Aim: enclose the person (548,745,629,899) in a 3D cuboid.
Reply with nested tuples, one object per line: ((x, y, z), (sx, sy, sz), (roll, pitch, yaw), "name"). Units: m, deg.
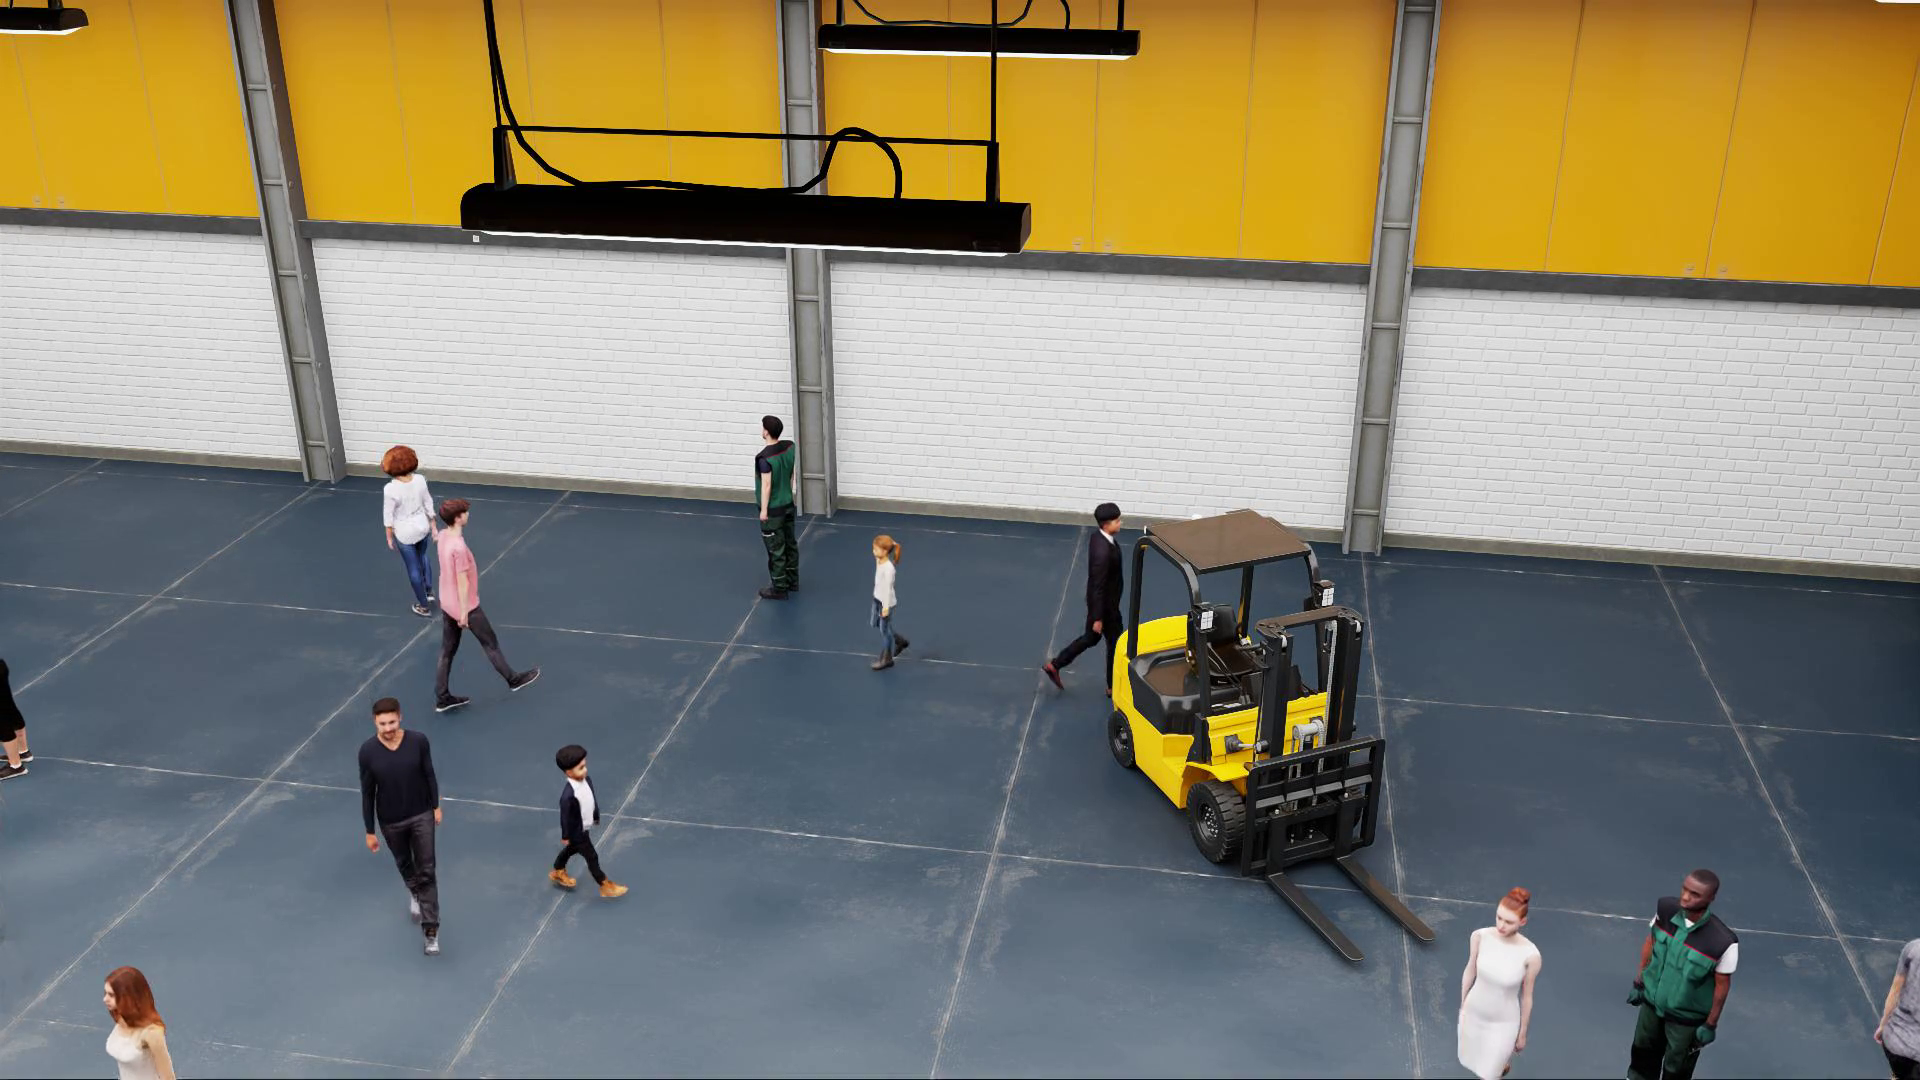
((-2.789, 2.016, 11.924), (0.878, 1.197, 0.557), (6, 24, 14), "person")

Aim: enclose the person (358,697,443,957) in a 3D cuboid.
((-3.832, 1.878, 11.460), (1.225, 1.821, 1.097), (-8, 25, -17), "person")

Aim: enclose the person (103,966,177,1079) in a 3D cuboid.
((-4.317, 2.999, 9.046), (0.795, 1.701, 0.820), (19, 30, 37), "person")

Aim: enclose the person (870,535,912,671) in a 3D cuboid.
((-0.621, 0.558, 15.119), (0.719, 1.308, 0.631), (-9, 25, -21), "person")

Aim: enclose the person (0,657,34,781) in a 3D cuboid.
((-7.789, 1.098, 13.366), (0.625, 1.723, 0.636), (-4, 24, -9), "person")

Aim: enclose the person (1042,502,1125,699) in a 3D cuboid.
((1.148, 0.532, 14.489), (1.160, 1.861, 0.831), (0, 24, -1), "person")

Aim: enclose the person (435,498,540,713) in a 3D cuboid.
((-4.383, 0.598, 14.271), (1.129, 1.915, 1.159), (-21, 31, -39), "person")

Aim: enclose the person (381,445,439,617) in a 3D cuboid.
((-5.254, -0.070, 16.065), (0.781, 1.701, 0.822), (-21, 31, -40), "person")

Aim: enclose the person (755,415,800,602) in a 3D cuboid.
((-1.799, -0.335, 16.423), (0.704, 1.900, 0.749), (13, 27, 26), "person")

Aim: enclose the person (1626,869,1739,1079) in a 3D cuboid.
((4.142, 2.675, 9.613), (0.843, 1.839, 0.791), (-14, 27, -30), "person")

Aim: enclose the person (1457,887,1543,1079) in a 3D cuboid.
((3.105, 2.728, 9.565), (0.930, 1.782, 0.888), (18, 29, 35), "person")
